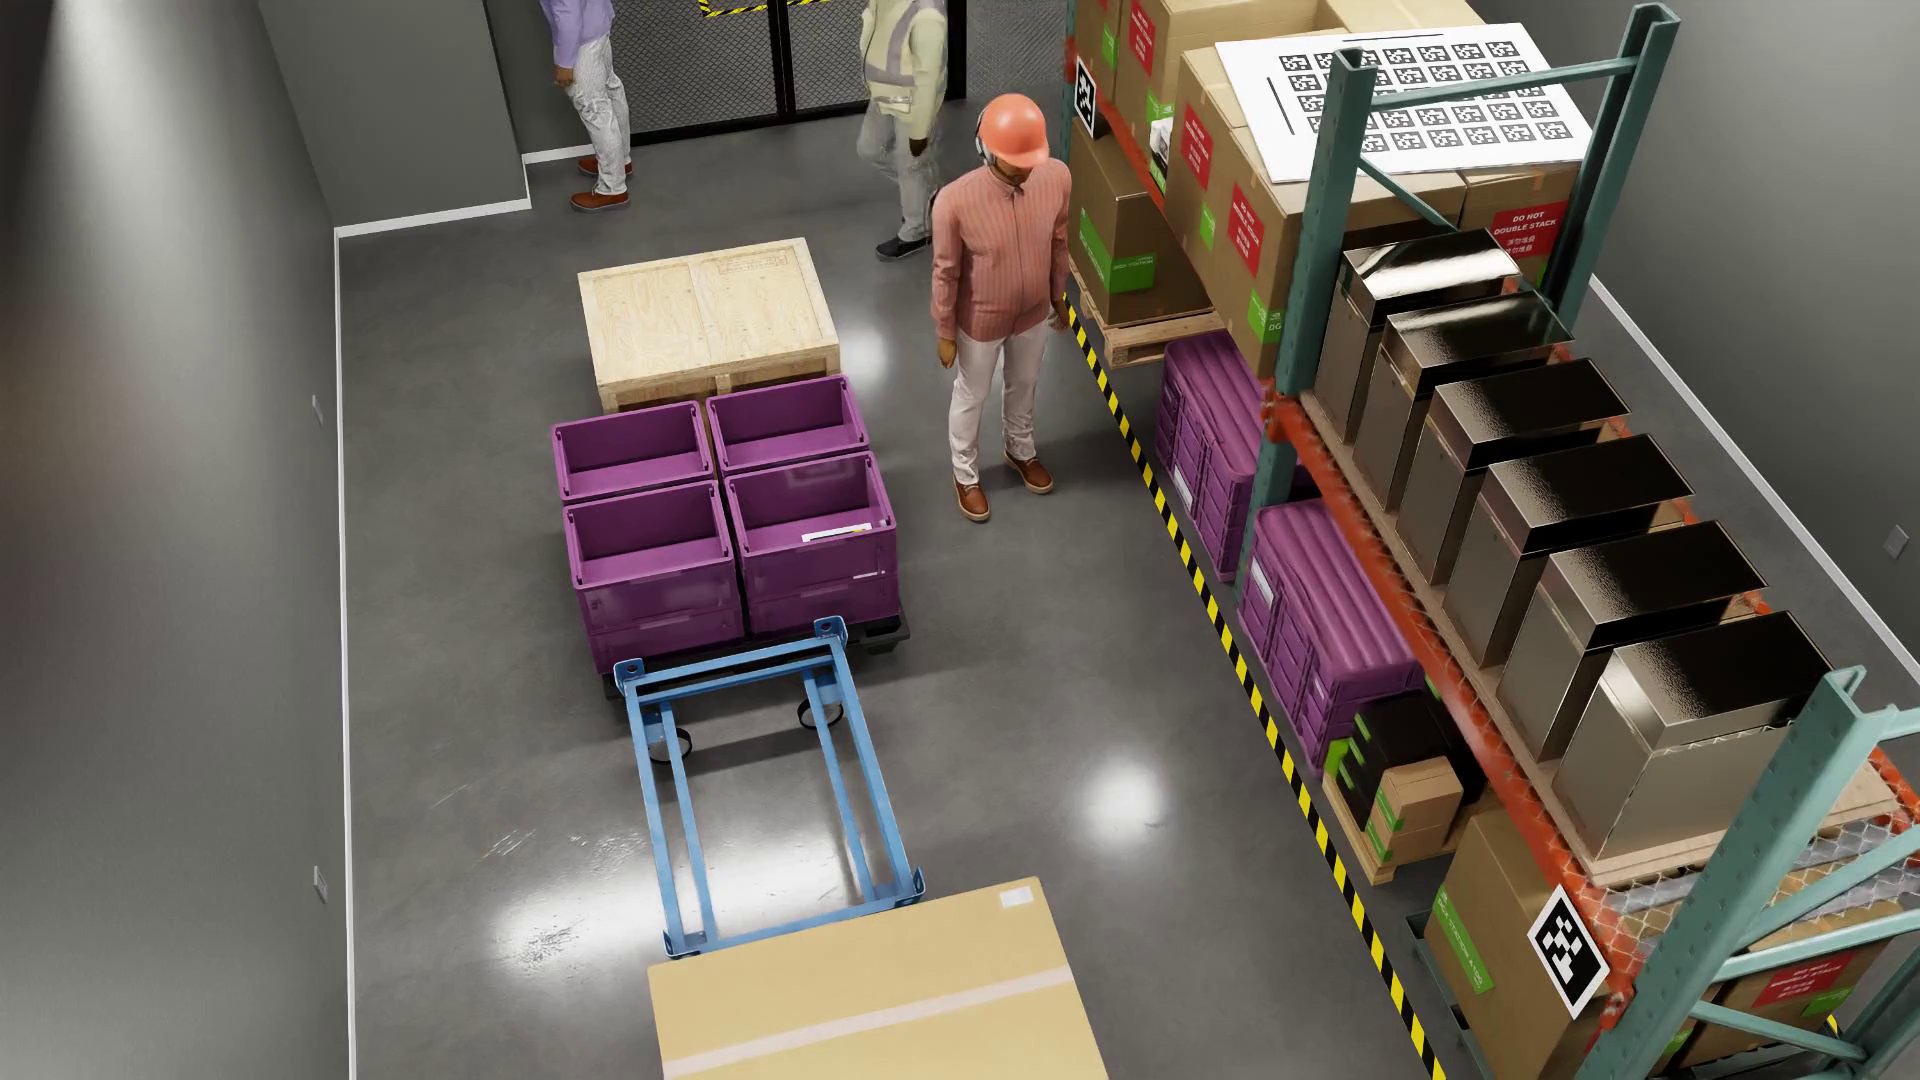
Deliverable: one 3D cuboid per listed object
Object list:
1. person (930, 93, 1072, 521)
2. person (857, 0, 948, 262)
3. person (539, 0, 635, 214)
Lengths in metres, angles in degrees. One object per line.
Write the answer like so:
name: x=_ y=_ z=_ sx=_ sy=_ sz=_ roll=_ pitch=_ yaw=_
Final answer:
person: x=0.176 y=-0.920 z=6.694 sx=0.622 sy=1.993 sz=0.384 roll=-23 pitch=51 yaw=-19
person: x=-0.271 y=-2.123 z=7.914 sx=0.421 sy=1.818 sz=0.619 roll=-18 pitch=50 yaw=-15
person: x=-1.886 y=-2.509 z=8.190 sx=0.370 sy=1.940 sz=0.627 roll=1 pitch=47 yaw=1
